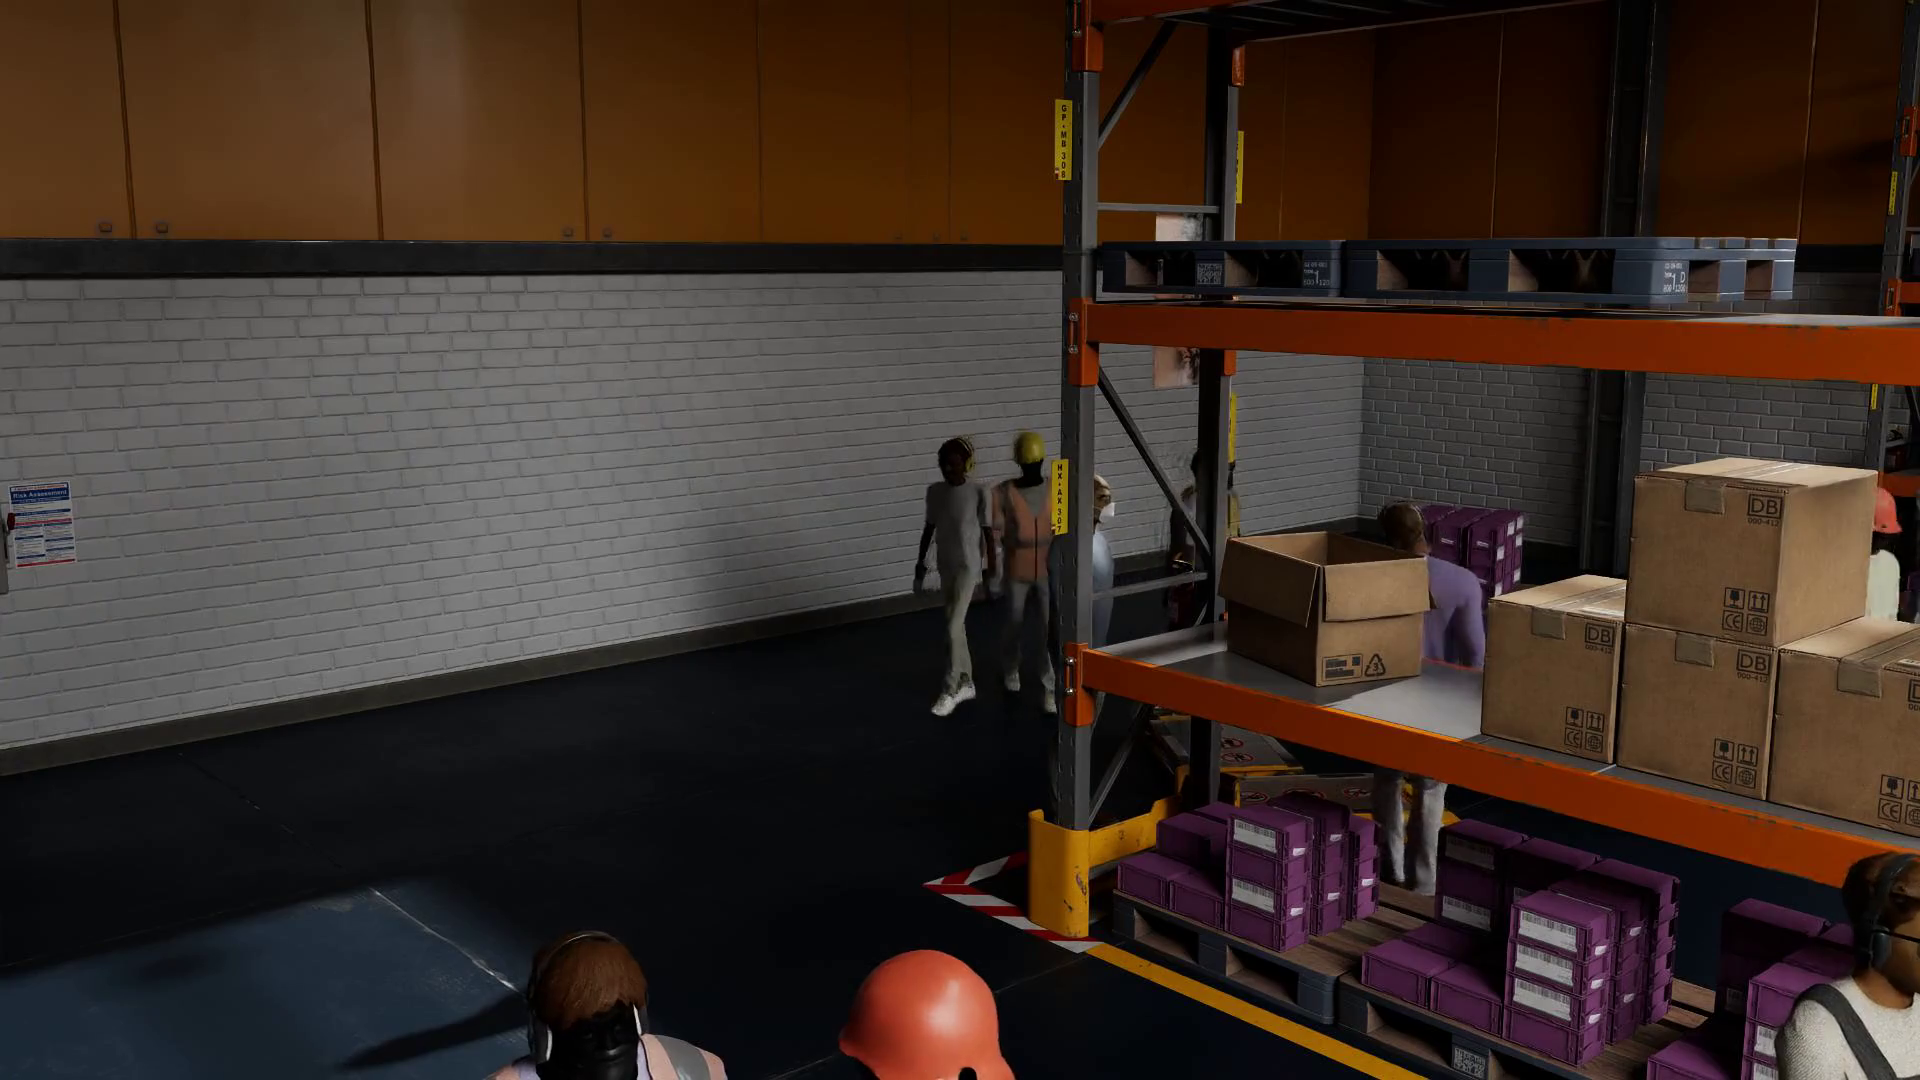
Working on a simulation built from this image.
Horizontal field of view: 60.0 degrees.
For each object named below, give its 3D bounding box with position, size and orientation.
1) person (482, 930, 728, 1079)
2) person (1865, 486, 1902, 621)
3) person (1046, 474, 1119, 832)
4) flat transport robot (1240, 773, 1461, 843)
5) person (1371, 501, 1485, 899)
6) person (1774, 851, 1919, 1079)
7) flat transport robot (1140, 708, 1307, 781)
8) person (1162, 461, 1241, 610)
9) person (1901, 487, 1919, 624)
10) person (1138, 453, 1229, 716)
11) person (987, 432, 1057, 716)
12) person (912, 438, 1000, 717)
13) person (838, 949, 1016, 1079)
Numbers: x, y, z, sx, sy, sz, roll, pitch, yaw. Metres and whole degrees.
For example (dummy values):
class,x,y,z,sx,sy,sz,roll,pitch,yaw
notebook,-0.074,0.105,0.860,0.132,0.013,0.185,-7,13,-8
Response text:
class,x,y,z,sx,sy,sz,roll,pitch,yaw
person,-0.658,1.604,3.073,0.627,1.844,0.429,-7,12,-36
person,4.246,0.676,8.164,0.646,1.963,0.740,-4,10,-21
person,0.641,0.605,8.637,0.372,1.940,0.631,3,10,18
flat transport robot,1.876,1.423,8.722,1.431,0.197,0.652,-1,10,-5
person,2.097,0.781,7.754,0.697,1.895,0.468,6,12,33
person,1.872,1.530,3.495,0.514,1.842,0.328,-7,12,-35
flat transport robot,1.517,1.254,9.710,0.652,0.197,1.431,-1,10,-5
person,1.677,0.277,11.034,0.971,1.774,0.695,8,12,39
person,7.234,0.109,12.253,0.613,1.700,0.368,-1,10,-8
person,1.618,0.313,10.711,0.993,1.810,0.509,2,10,12
person,0.463,0.184,11.290,0.595,1.883,0.938,-2,10,-9
person,-0.081,0.243,11.049,0.577,1.831,0.796,6,12,33
person,-0.083,1.605,2.798,0.375,1.932,0.549,2,10,13
